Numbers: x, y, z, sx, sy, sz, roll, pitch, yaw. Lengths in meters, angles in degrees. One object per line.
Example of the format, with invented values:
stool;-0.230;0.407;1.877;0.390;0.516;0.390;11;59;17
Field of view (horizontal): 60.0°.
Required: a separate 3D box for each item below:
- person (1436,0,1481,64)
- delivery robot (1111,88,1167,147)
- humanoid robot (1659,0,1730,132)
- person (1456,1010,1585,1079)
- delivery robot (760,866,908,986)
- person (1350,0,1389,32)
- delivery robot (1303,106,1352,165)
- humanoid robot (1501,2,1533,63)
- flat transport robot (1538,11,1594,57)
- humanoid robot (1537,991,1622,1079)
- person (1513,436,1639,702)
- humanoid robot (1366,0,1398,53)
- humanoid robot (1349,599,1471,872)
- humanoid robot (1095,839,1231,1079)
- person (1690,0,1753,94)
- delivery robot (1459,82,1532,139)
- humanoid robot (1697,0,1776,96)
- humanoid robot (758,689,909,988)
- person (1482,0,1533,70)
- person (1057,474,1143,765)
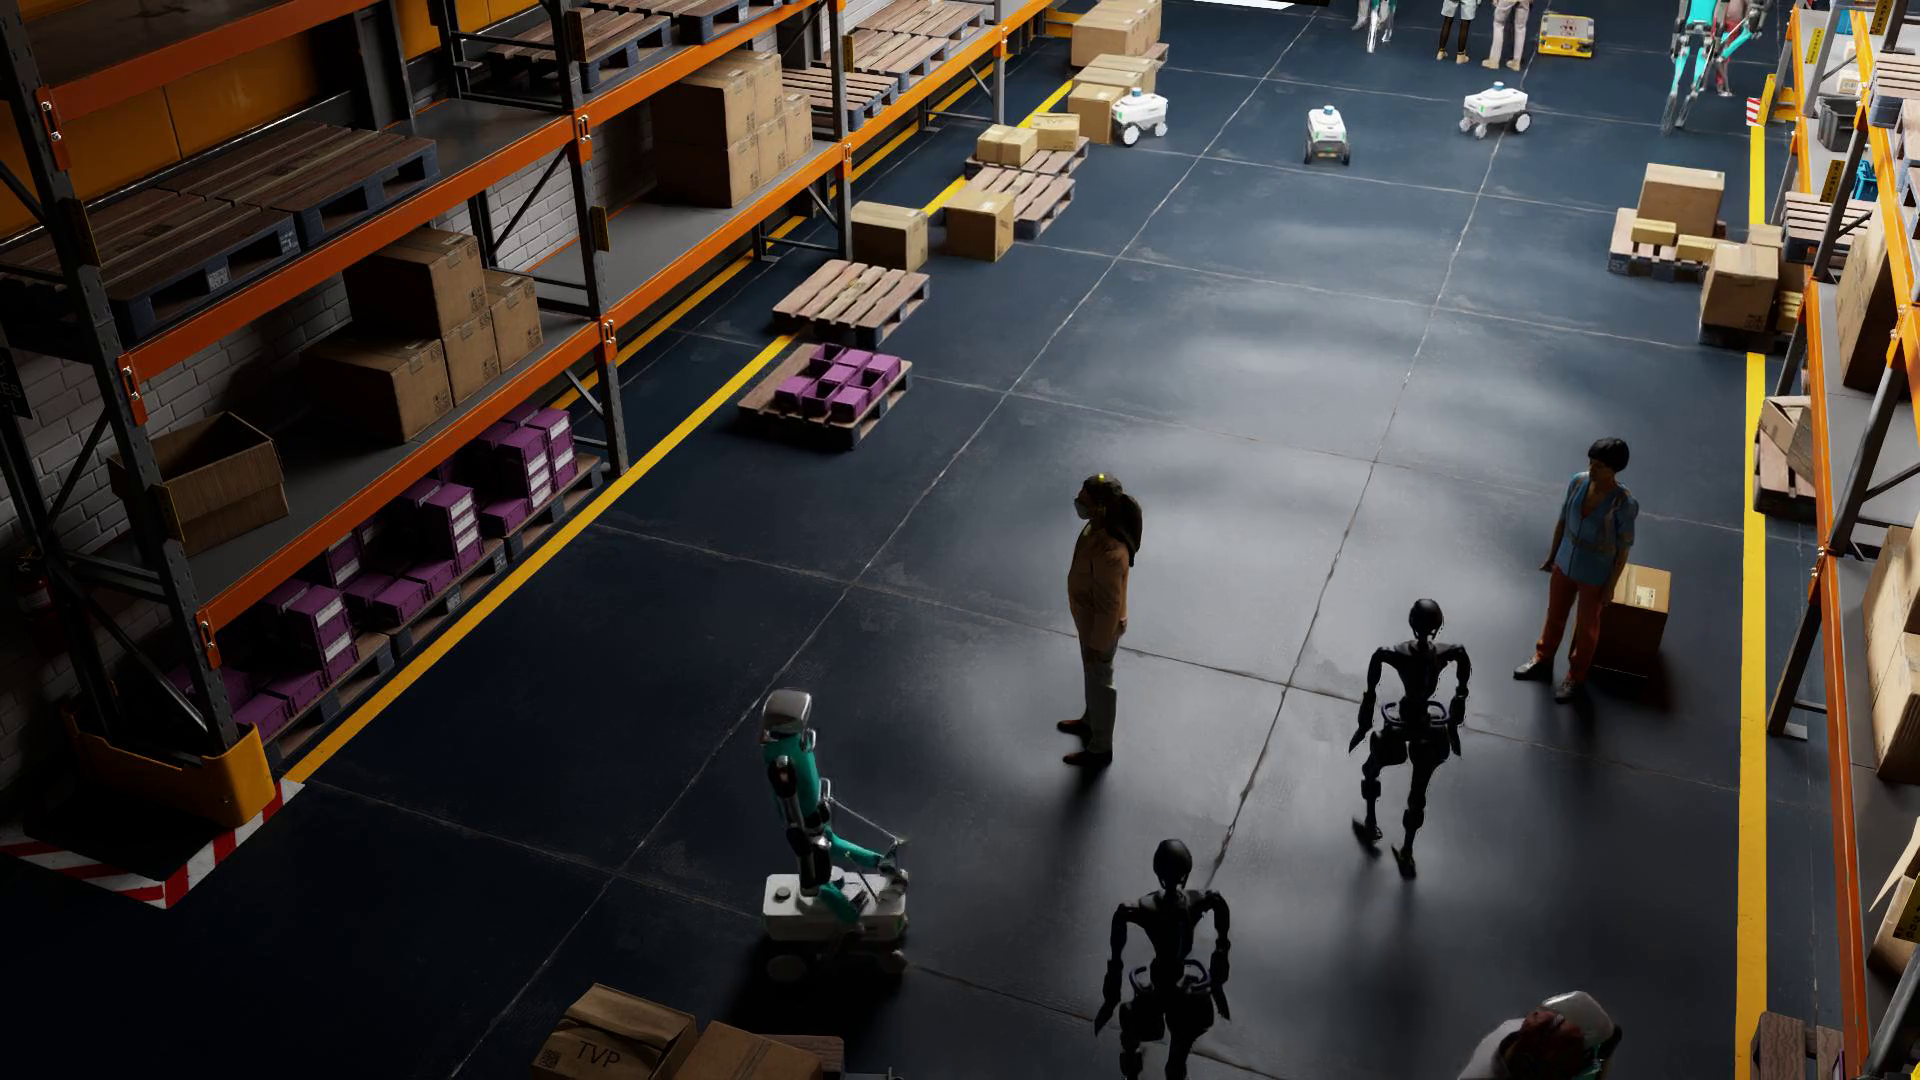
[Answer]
person;6.317;-6.843;20.873;0.533;1.689;0.319;23;39;31
delivery robot;1.962;-4.794;18.719;0.737;0.564;0.499;-20;38;-27
humanoid robot;8.220;-5.390;18.688;0.539;1.897;0.757;13;35;19
person;1.943;2.408;6.423;0.846;1.845;0.660;26;41;34
delivery robot;-0.637;1.897;8.387;0.784;0.589;0.499;0;33;0
person;5.542;-7.638;21.929;0.561;1.873;0.726;22;39;30
delivery robot;4.007;-4.446;18.201;0.499;0.587;0.788;2;33;3
humanoid robot;7.049;-6.833;20.875;0.320;1.646;0.608;-1;33;-1
flat transport robot;7.979;-6.654;21.890;0.659;0.231;1.431;10;34;15
humanoid robot;2.335;2.586;6.314;0.532;1.868;0.715;-17;37;-25
person;3.726;0.169;9.951;0.322;1.765;0.488;-20;38;-28
humanoid robot;5.519;-7.154;21.361;0.574;1.811;0.927;11;34;16
humanoid robot;2.368;0.985;8.772;0.584;1.645;0.533;-1;33;-2
humanoid robot;0.889;1.979;7.231;0.610;1.640;0.383;-7;34;-11
person;9.137;-6.215;19.831;0.533;1.767;0.315;10;34;15
delivery robot;6.089;-4.904;18.912;0.785;0.589;0.499;-15;36;-22
humanoid robot;9.199;-6.131;19.723;0.788;1.759;0.553;-11;35;-17
humanoid robot;-0.512;1.459;7.982;0.806;1.777;0.531;-1;33;-2
person;6.895;-6.739;20.643;0.529;1.767;0.359;-4;33;-5
person;0.795;0.447;9.422;0.407;1.876;0.564;-1;33;-1
